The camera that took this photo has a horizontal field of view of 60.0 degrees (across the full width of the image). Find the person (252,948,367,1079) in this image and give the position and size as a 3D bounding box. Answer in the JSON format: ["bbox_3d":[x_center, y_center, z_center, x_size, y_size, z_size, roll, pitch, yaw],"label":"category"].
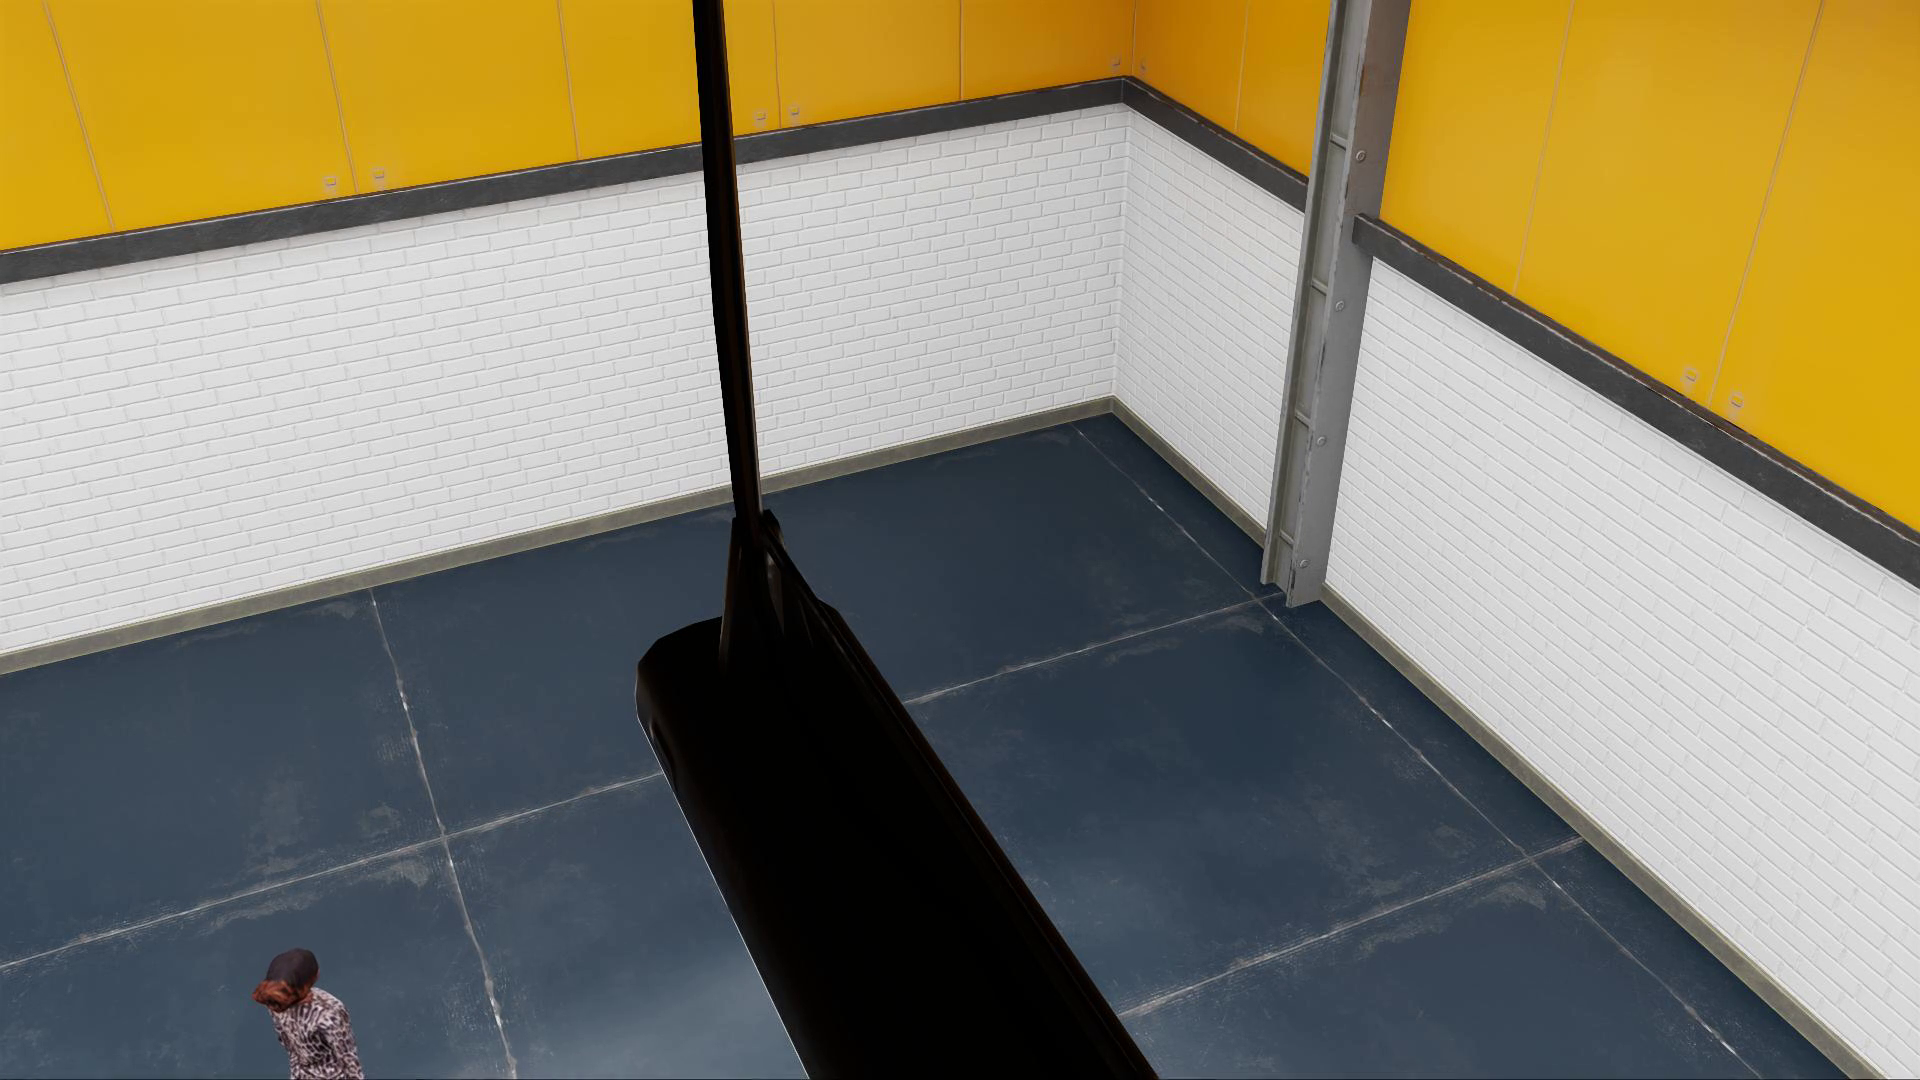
[{"bbox_3d":[-2.949,2.537,7.768,0.662,1.714,0.735,16,37,22],"label":"person"}]
